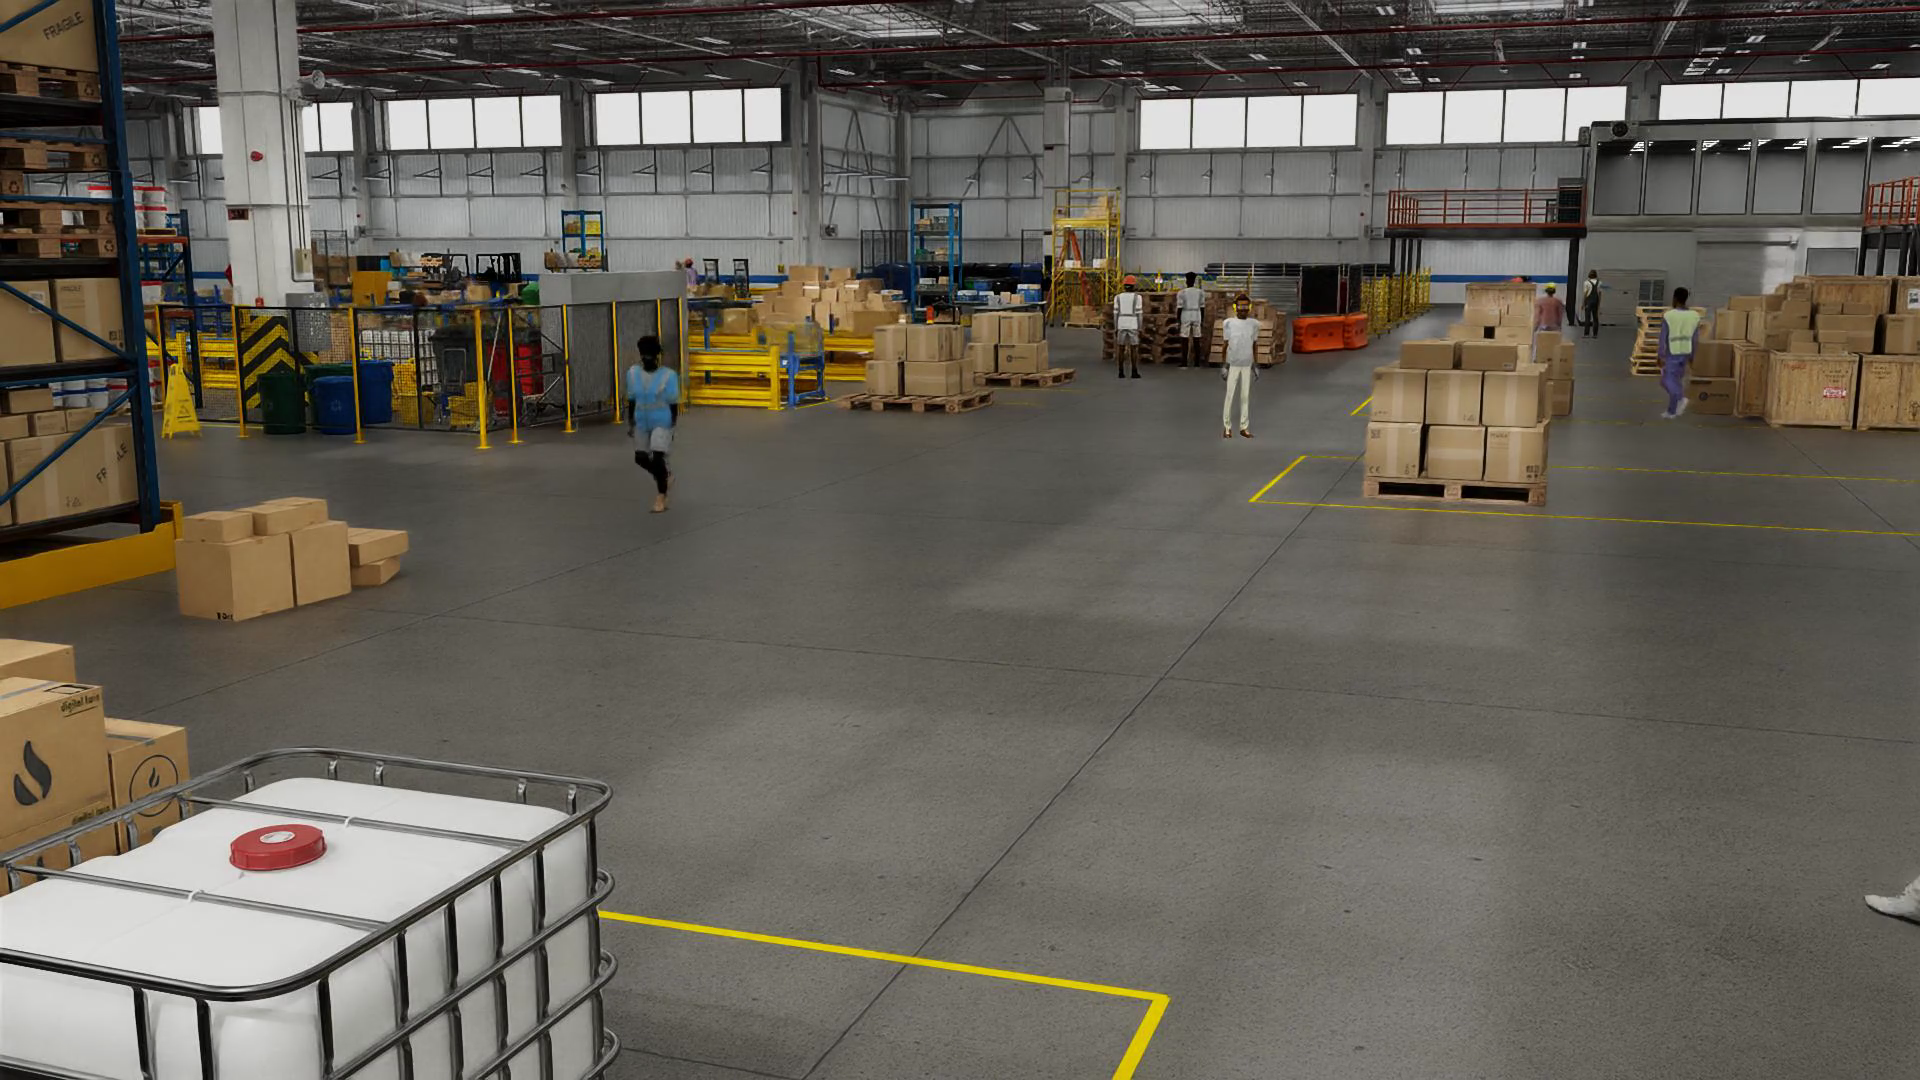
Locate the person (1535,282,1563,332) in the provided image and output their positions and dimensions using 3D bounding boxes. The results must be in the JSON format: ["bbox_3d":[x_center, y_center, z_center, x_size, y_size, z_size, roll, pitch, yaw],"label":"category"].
[{"bbox_3d":[12.106,-4.427,34.189,0.530,1.750,0.390,5,11,27],"label":"person"}]

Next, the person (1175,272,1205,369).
[{"bbox_3d":[4.659,-4.443,33.666,0.603,1.966,0.367,-2,10,-12],"label":"person"}]

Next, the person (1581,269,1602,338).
[{"bbox_3d":[16.933,-6.325,44.608,0.506,1.846,0.349,-1,10,-4],"label":"person"}]

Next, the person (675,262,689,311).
[{"bbox_3d":[-10.071,-9.094,60.051,0.562,1.897,0.650,-2,10,-12],"label":"person"}]

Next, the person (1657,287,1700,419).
[{"bbox_3d":[10.308,-2.667,23.841,0.605,1.899,0.584,-2,10,-11],"label":"person"}]

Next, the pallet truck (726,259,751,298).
[{"bbox_3d":[-7.986,-9.493,62.019,0.823,1.965,1.885,3,11,17],"label":"pallet truck"}]

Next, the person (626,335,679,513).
[{"bbox_3d":[-2.857,-1.096,15.621,0.546,1.669,0.474,4,11,20],"label":"person"}]

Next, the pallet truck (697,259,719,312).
[{"bbox_3d":[-9.165,-9.627,62.776,0.823,1.965,1.885,4,11,23],"label":"pallet truck"}]

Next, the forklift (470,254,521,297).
[{"bbox_3d":[-17.990,-10.121,64.684,1.157,1.987,2.680,3,11,17],"label":"forklift"}]

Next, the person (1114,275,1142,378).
[{"bbox_3d":[3.164,-4.005,31.278,0.545,1.939,0.374,4,11,22],"label":"person"}]

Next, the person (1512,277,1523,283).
[{"bbox_3d":[10.961,-4.278,33.001,0.551,1.887,1.017,-1,10,-3],"label":"person"}]

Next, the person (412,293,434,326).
[{"bbox_3d":[-9.851,-3.705,30.448,0.406,1.618,0.512,3,10,15],"label":"person"}]

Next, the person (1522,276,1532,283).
[{"bbox_3d":[12.159,-4.872,36.478,0.381,1.833,0.701,-8,13,-39],"label":"person"}]

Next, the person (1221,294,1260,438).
[{"bbox_3d":[3.639,-2.253,21.605,0.507,1.872,0.329,-1,10,-8],"label":"person"}]

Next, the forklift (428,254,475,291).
[{"bbox_3d":[-20.133,-10.254,65.465,1.157,1.987,2.680,3,11,19],"label":"forklift"}]

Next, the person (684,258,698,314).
[{"bbox_3d":[-9.354,-8.727,57.622,0.396,2.039,0.610,8,13,39],"label":"person"}]

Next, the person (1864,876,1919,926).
[{"bbox_3d":[3.740,0.688,5.812,0.857,1.589,0.534,7,12,34],"label":"person"}]
